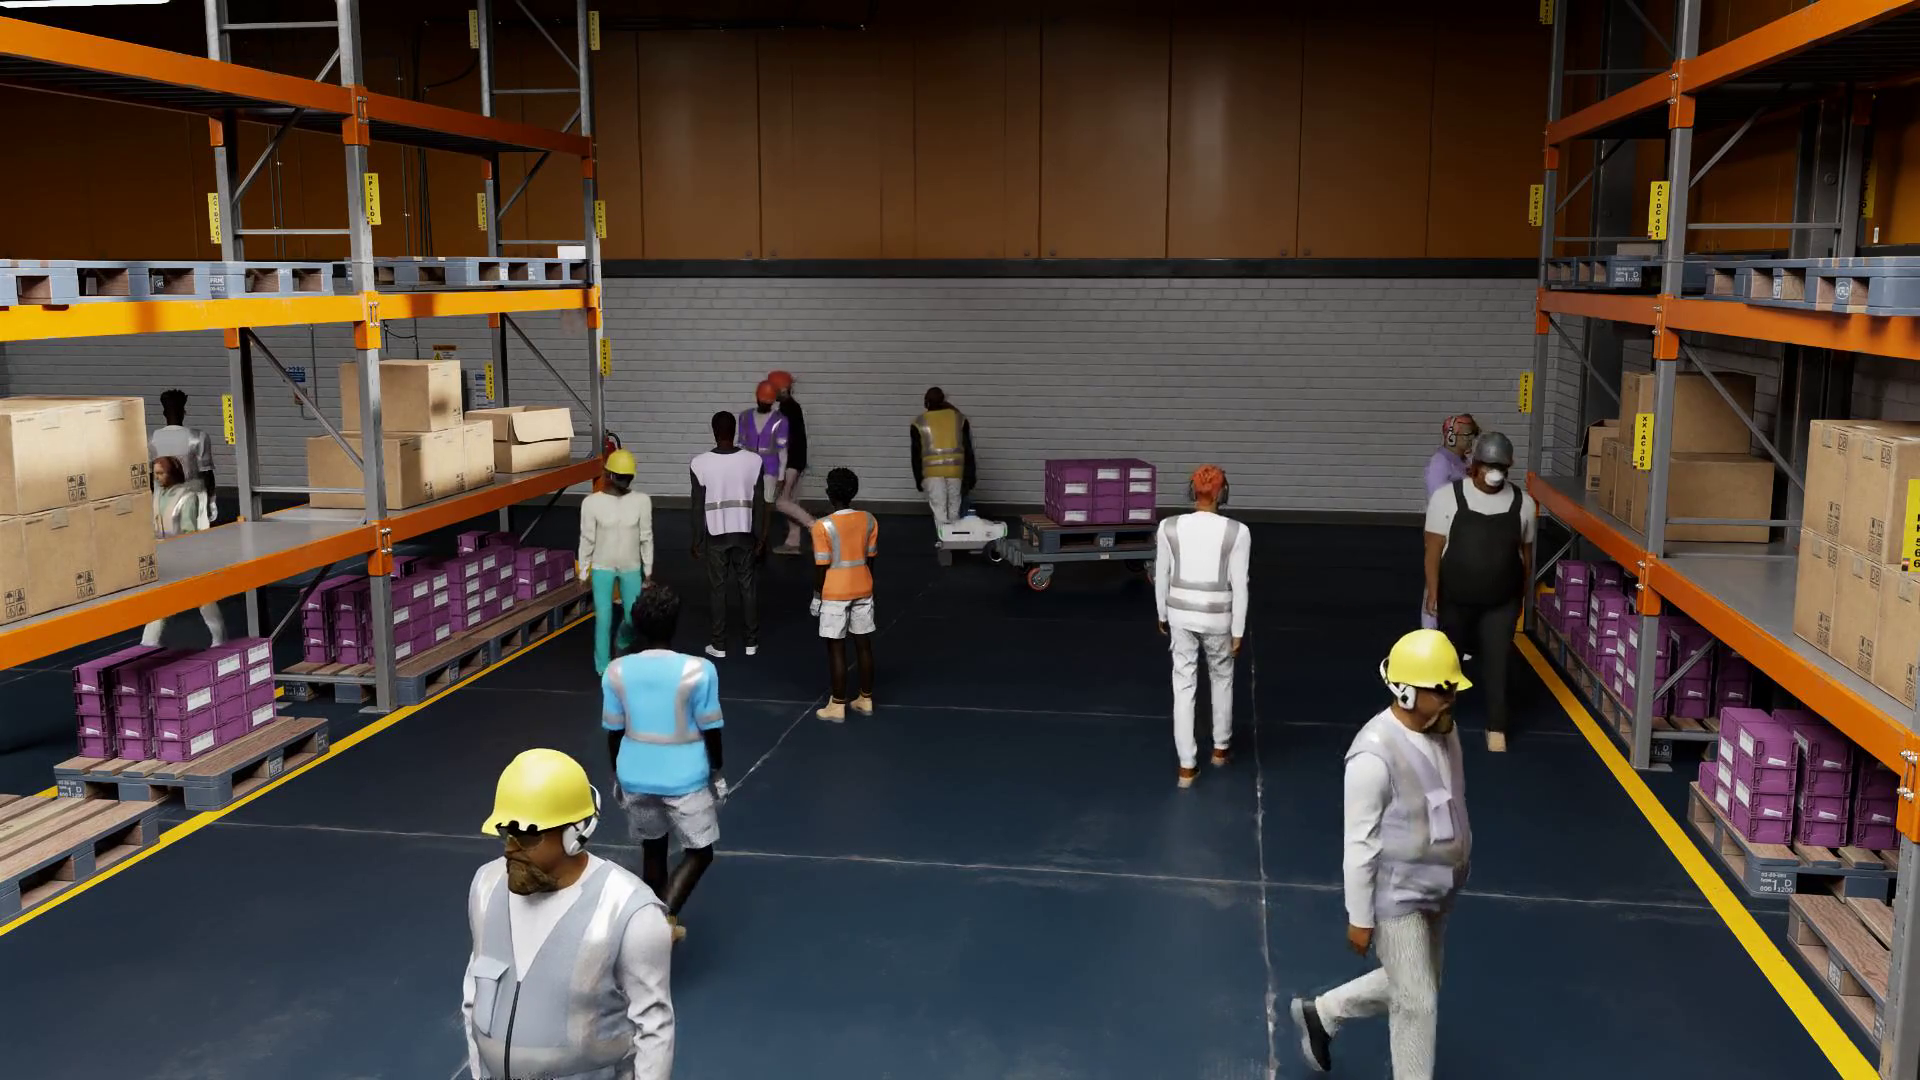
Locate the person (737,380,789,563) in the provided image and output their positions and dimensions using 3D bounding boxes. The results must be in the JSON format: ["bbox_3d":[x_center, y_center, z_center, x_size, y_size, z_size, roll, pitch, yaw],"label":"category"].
[{"bbox_3d":[-2.042,-0.694,16.982,0.612,1.892,0.421,2,9,11],"label":"person"}]

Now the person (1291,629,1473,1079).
[{"bbox_3d":[1.479,1.170,5.748,0.702,1.806,0.602,8,12,41],"label":"person"}]

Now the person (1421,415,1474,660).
[{"bbox_3d":[3.732,0.008,12.608,0.401,1.910,0.640,6,11,33],"label":"person"}]

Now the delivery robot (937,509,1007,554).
[{"bbox_3d":[0.120,-0.070,16.958,0.707,0.478,0.477,-1,9,-4],"label":"delivery robot"}]

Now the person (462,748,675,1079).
[{"bbox_3d":[-1.008,1.409,4.197,0.595,1.831,0.403,4,10,24],"label":"person"}]

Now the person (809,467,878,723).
[{"bbox_3d":[-0.772,0.363,11.064,0.531,1.698,0.320,-8,12,-42],"label":"person"}]

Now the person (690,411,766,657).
[{"bbox_3d":[-1.793,-0.041,12.892,0.587,1.914,0.392,-3,10,-20],"label":"person"}]

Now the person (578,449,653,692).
[{"bbox_3d":[-2.481,0.199,11.935,0.552,1.745,0.546,-4,10,-23],"label":"person"}]

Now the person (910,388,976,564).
[{"bbox_3d":[-0.212,-0.677,17.215,0.678,1.787,0.896,-3,10,-17],"label":"person"}]

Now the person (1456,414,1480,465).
[{"bbox_3d":[4.980,-0.440,16.314,0.559,1.587,0.754,-2,9,-11],"label":"person"}]

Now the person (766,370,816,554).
[{"bbox_3d":[-1.731,-0.787,17.337,0.620,1.960,0.691,0,9,2],"label":"person"}]

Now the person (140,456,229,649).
[{"bbox_3d":[-5.976,0.153,12.687,0.516,1.594,0.851,4,10,21],"label":"person"}]

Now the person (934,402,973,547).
[{"bbox_3d":[-0.042,-0.691,17.889,0.537,1.602,0.451,6,11,34],"label":"person"}]

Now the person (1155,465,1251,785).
[{"bbox_3d":[1.448,0.472,9.904,0.587,1.848,0.864,3,10,17],"label":"person"}]

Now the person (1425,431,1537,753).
[{"bbox_3d":[3.313,0.258,10.658,0.688,2.000,0.946,2,9,10],"label":"person"}]

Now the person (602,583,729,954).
[{"bbox_3d":[-1.273,1.020,7.027,0.538,1.681,0.629,2,10,15],"label":"person"}]

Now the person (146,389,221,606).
[{"bbox_3d":[-6.844,-0.347,14.620,0.603,1.965,0.368,-2,9,-11],"label":"person"}]
